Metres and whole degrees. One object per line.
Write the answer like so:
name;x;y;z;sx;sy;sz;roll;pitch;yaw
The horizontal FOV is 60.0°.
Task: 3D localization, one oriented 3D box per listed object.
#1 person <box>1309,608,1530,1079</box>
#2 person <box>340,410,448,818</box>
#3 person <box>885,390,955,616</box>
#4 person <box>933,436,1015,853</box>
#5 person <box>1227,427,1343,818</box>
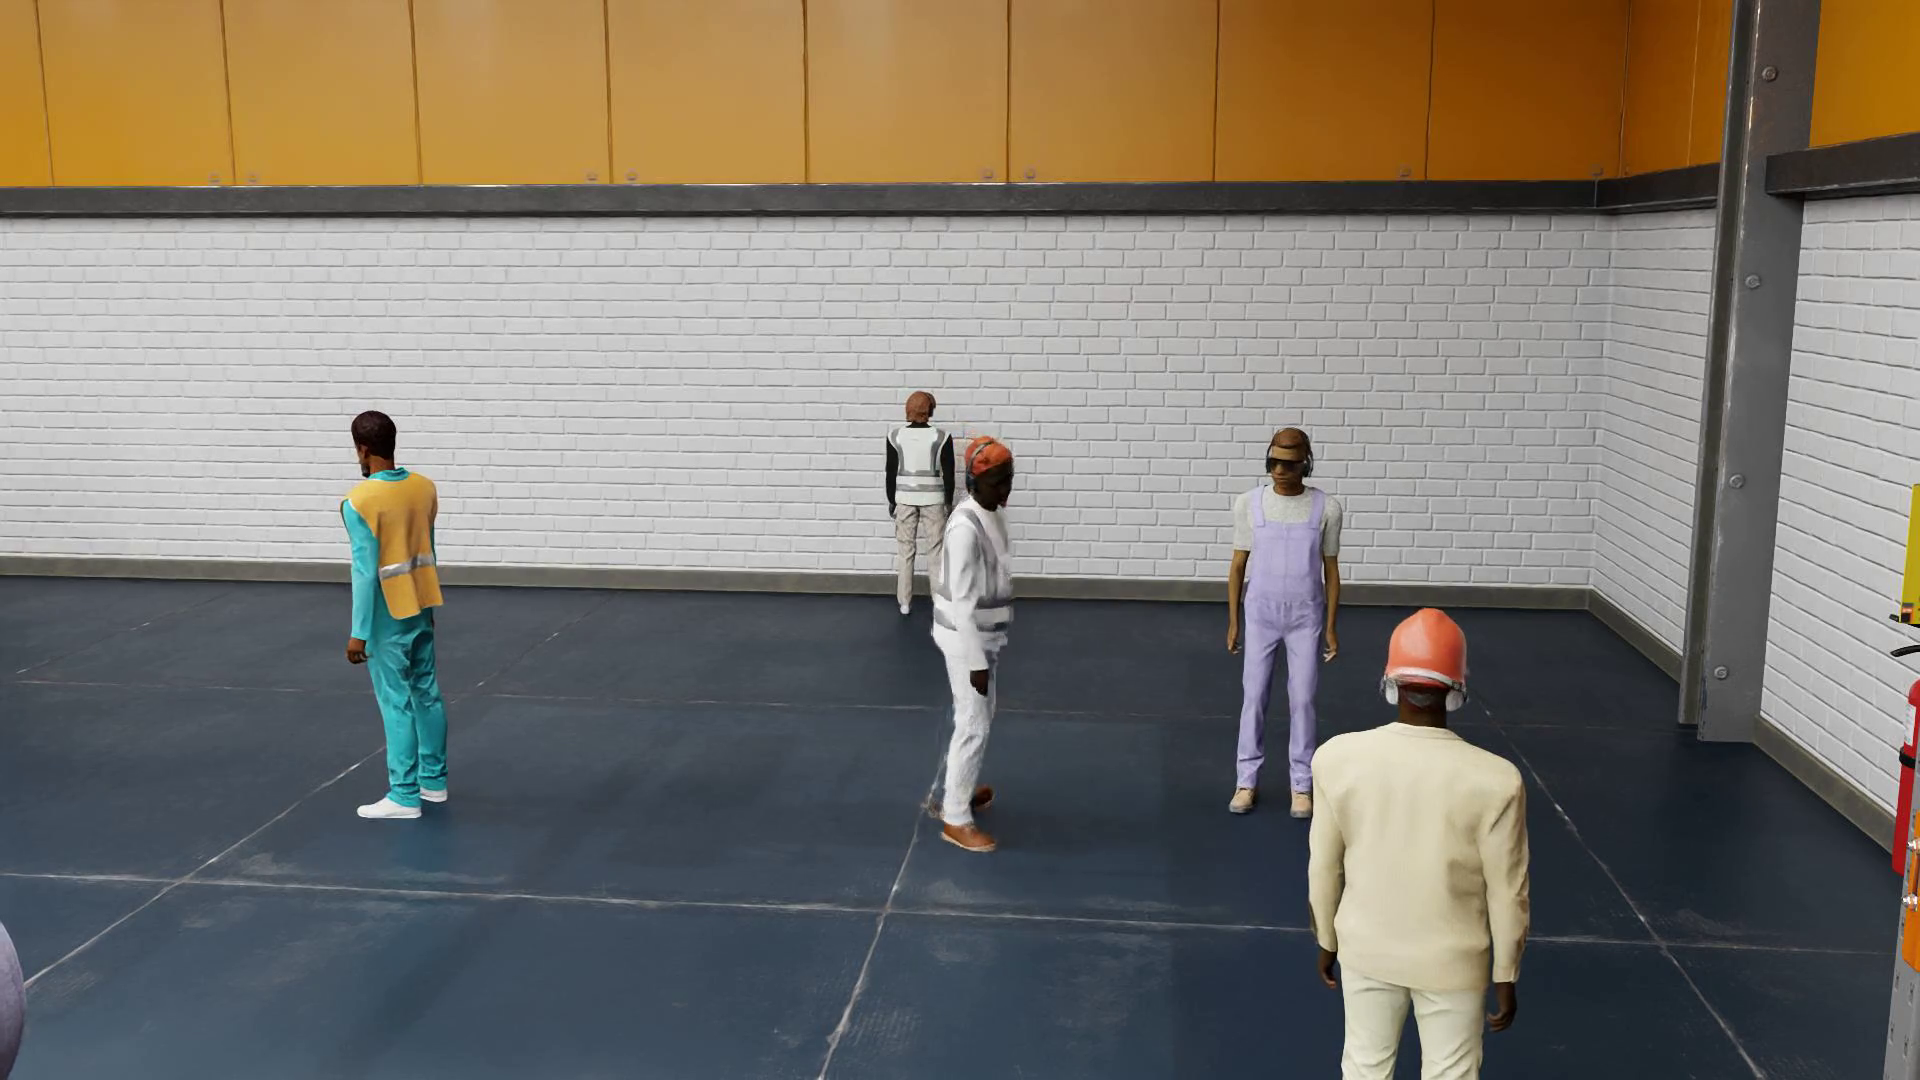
person;1.176;1.041;4.276;0.560;1.750;0.329;6;11;30
person;-2.630;0.352;7.764;0.398;1.913;0.590;3;10;17
person;-0.287;-0.257;12.026;0.515;1.641;0.315;2;10;12
person;0.053;0.444;7.419;0.437;1.857;0.727;2;10;13
person;1.510;0.385;7.771;0.514;1.842;0.324;2;10;13
